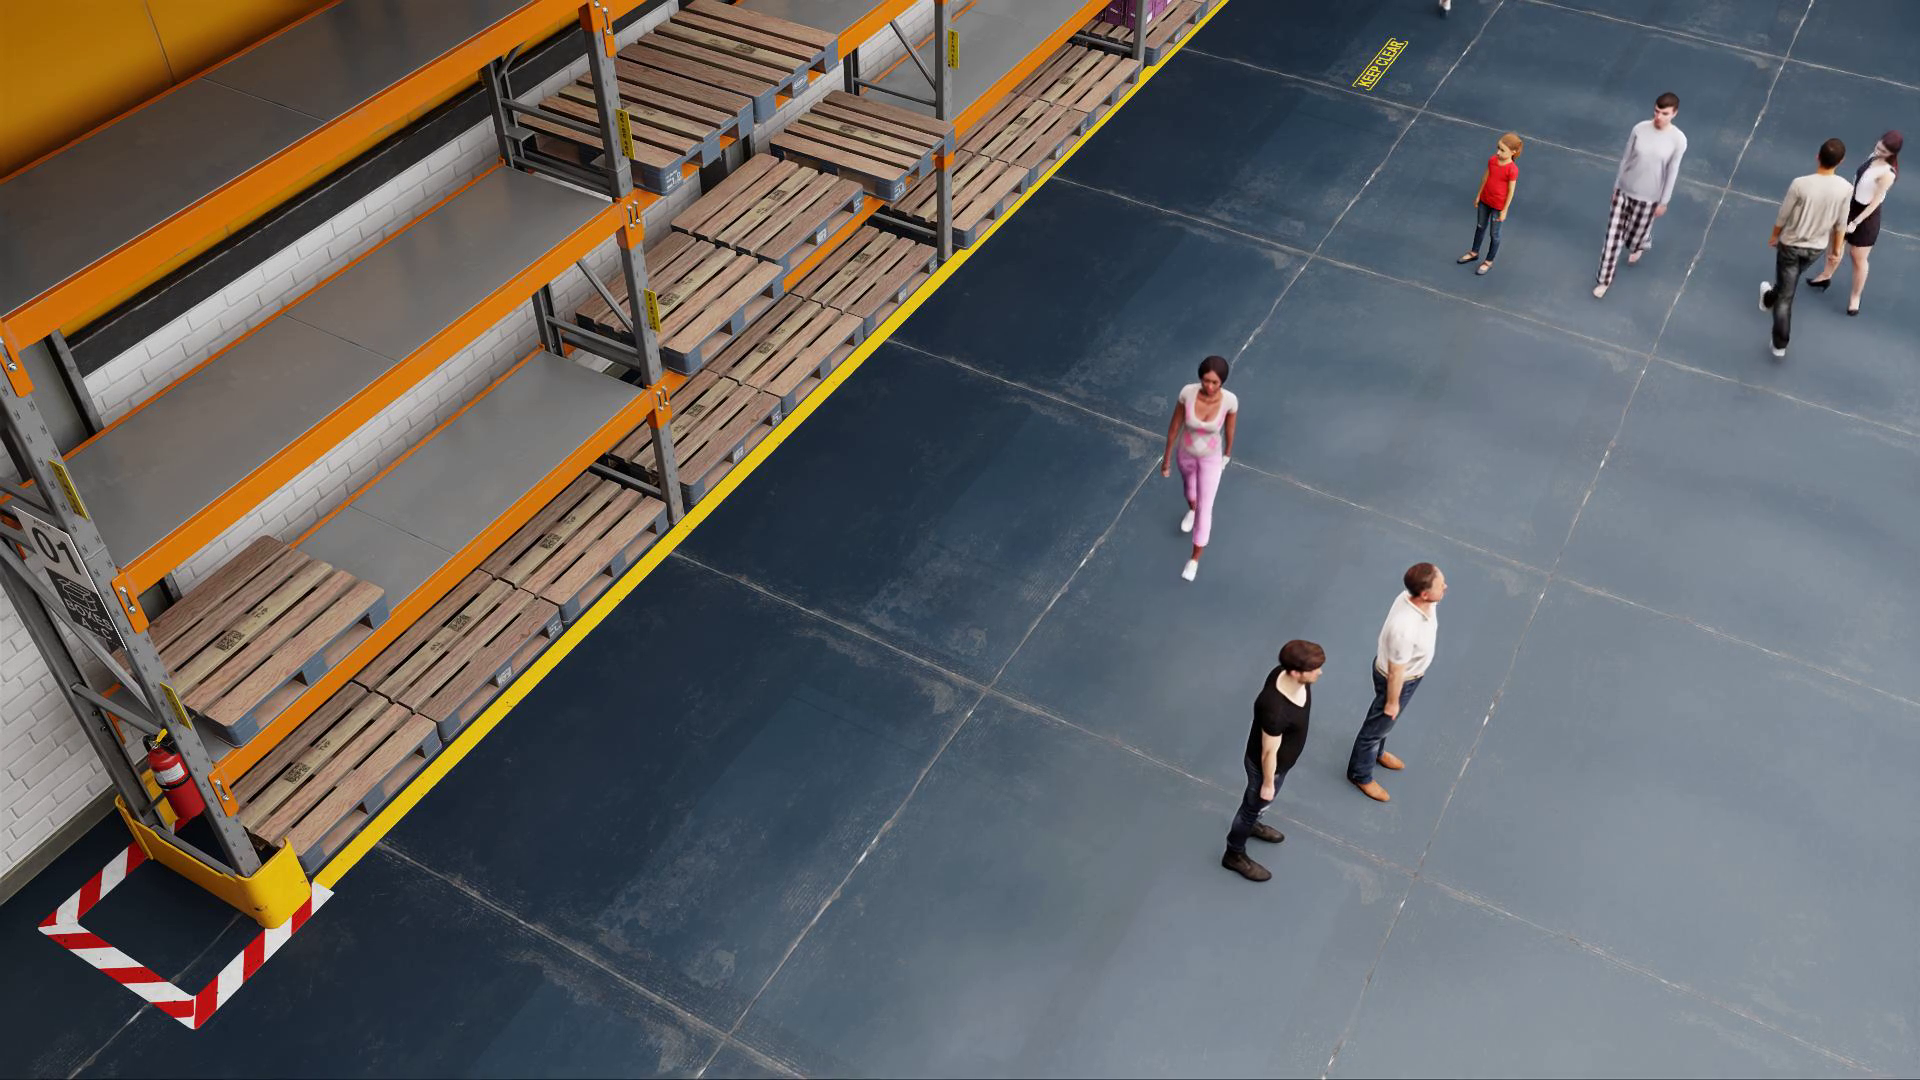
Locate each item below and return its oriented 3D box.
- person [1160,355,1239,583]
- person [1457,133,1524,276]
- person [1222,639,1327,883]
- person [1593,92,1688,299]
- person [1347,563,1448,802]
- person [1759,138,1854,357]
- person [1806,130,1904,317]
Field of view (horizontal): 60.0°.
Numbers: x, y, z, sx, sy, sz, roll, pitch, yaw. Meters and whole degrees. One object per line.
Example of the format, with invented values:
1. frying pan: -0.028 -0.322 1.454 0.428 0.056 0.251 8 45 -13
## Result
1. person: 1.703 -0.646 11.752 0.725 1.702 1.147 15 46 15
2. person: 4.644 -2.937 14.441 0.599 1.310 0.567 -25 49 -24
3. person: 1.793 1.241 9.634 0.733 1.892 0.522 17 46 17
4. person: 5.780 -2.959 14.090 0.694 1.827 0.995 27 50 26
5. person: 2.646 0.809 10.114 0.715 1.856 0.486 21 48 21
6. person: 6.829 -2.310 13.463 0.996 1.752 1.275 6 44 6
7. person: 7.558 -2.749 14.008 0.902 1.636 0.771 9 44 9
